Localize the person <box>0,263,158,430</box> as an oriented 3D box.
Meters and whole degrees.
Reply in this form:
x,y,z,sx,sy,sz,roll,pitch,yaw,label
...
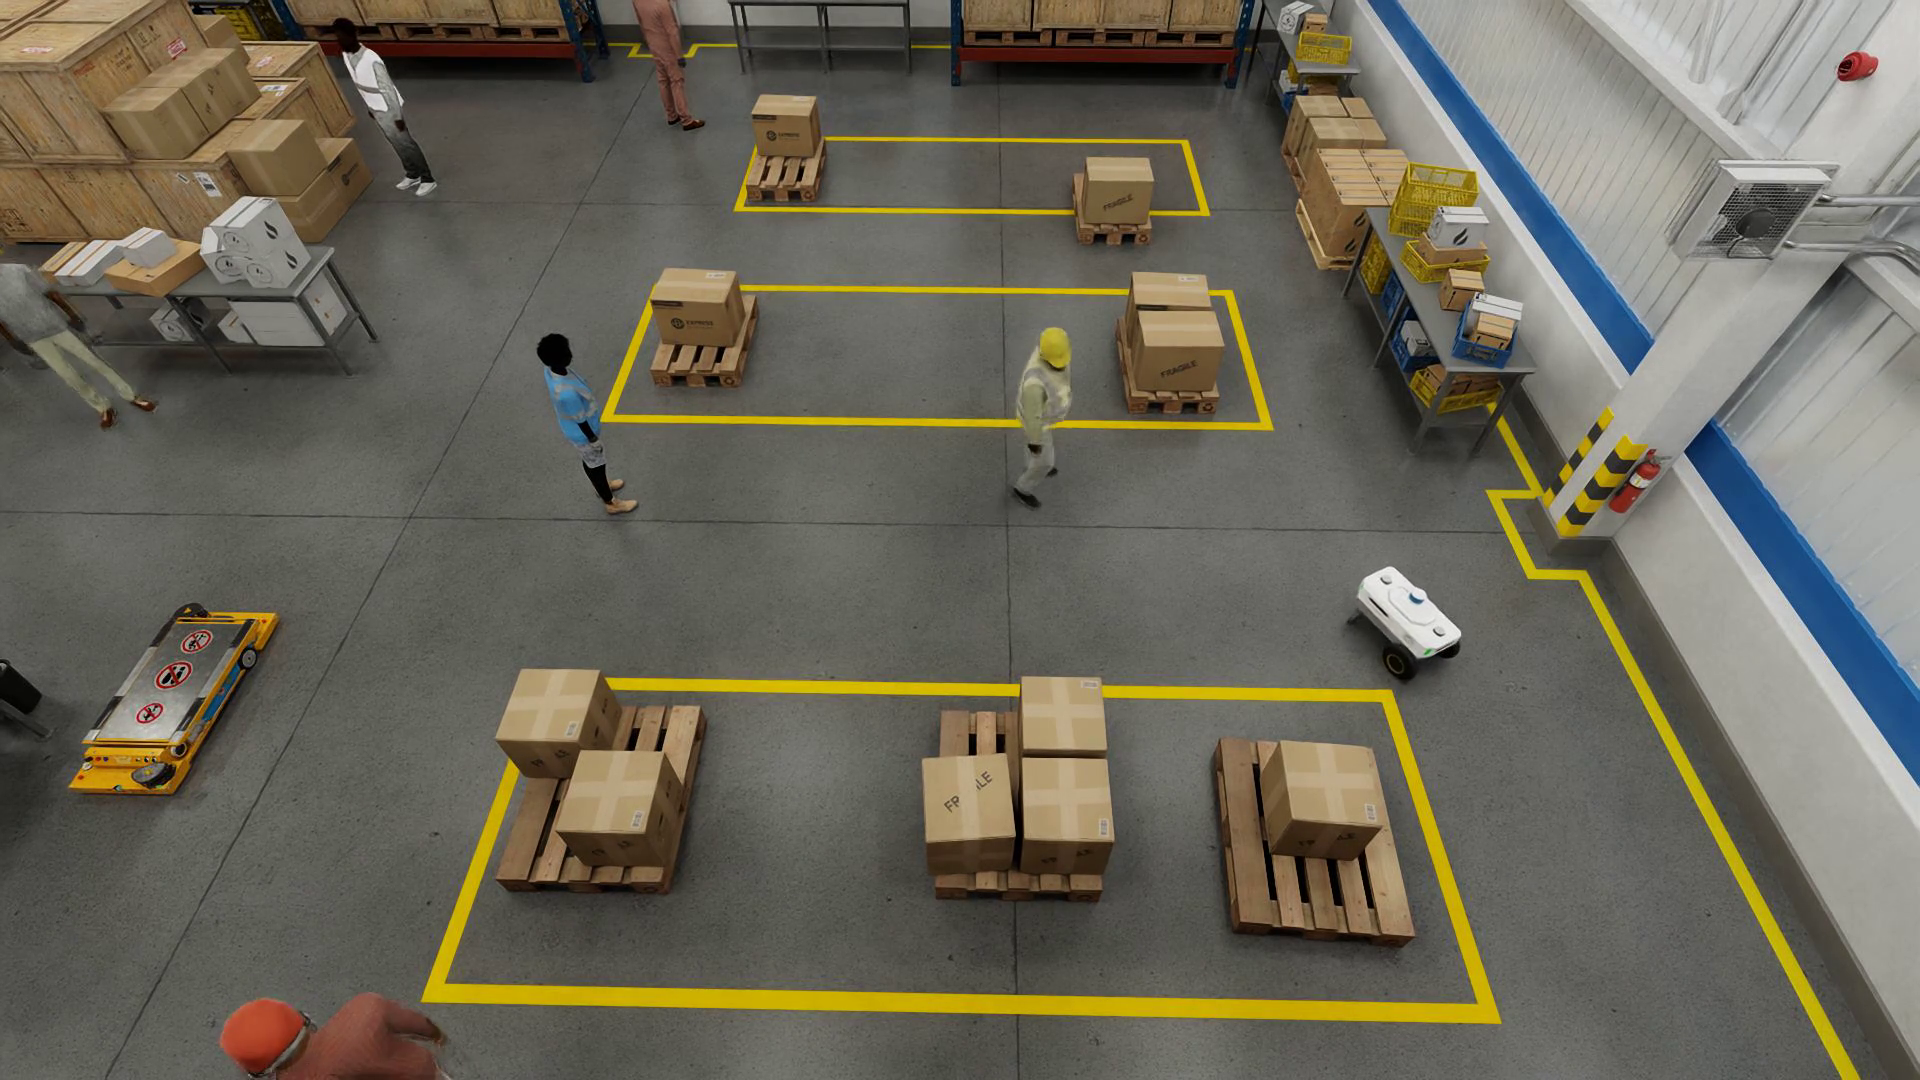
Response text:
x,y,z,sx,sy,sz,roll,pitch,yaw,label
-7.719,-1.756,7.811,0.598,1.850,0.341,-34,57,-25,person

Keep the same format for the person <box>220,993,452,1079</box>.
x,y,z,sx,sy,sz,roll,pitch,yaw,label
-2.608,2.481,4.139,0.498,1.973,0.638,24,54,19,person

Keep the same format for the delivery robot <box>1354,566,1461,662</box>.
x,y,z,sx,sy,sz,roll,pitch,yaw,label
3.243,0.533,6.654,0.477,0.478,0.707,-21,53,-17,delivery robot

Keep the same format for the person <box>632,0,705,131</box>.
x,y,z,sx,sy,sz,roll,pitch,yaw,label
-3.675,-6.170,11.505,0.636,1.911,0.405,32,57,24,person

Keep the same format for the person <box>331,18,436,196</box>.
x,y,z,sx,sy,sz,roll,pitch,yaw,label
-6.555,-4.916,10.436,0.614,1.918,0.398,24,54,19,person

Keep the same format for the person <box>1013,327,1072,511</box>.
x,y,z,sx,sy,sz,roll,pitch,yaw,label
0.657,-0.985,7.198,0.410,1.793,0.620,14,51,11,person

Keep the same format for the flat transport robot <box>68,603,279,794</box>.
x,y,z,sx,sy,sz,roll,pitch,yaw,label
-5.504,1.072,6.442,0.652,0.197,1.431,1,50,1,flat transport robot

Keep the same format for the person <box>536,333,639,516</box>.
x,y,z,sx,sy,sz,roll,pitch,yaw,label
-2.944,-0.887,7.172,0.318,1.696,0.532,-27,55,-21,person
